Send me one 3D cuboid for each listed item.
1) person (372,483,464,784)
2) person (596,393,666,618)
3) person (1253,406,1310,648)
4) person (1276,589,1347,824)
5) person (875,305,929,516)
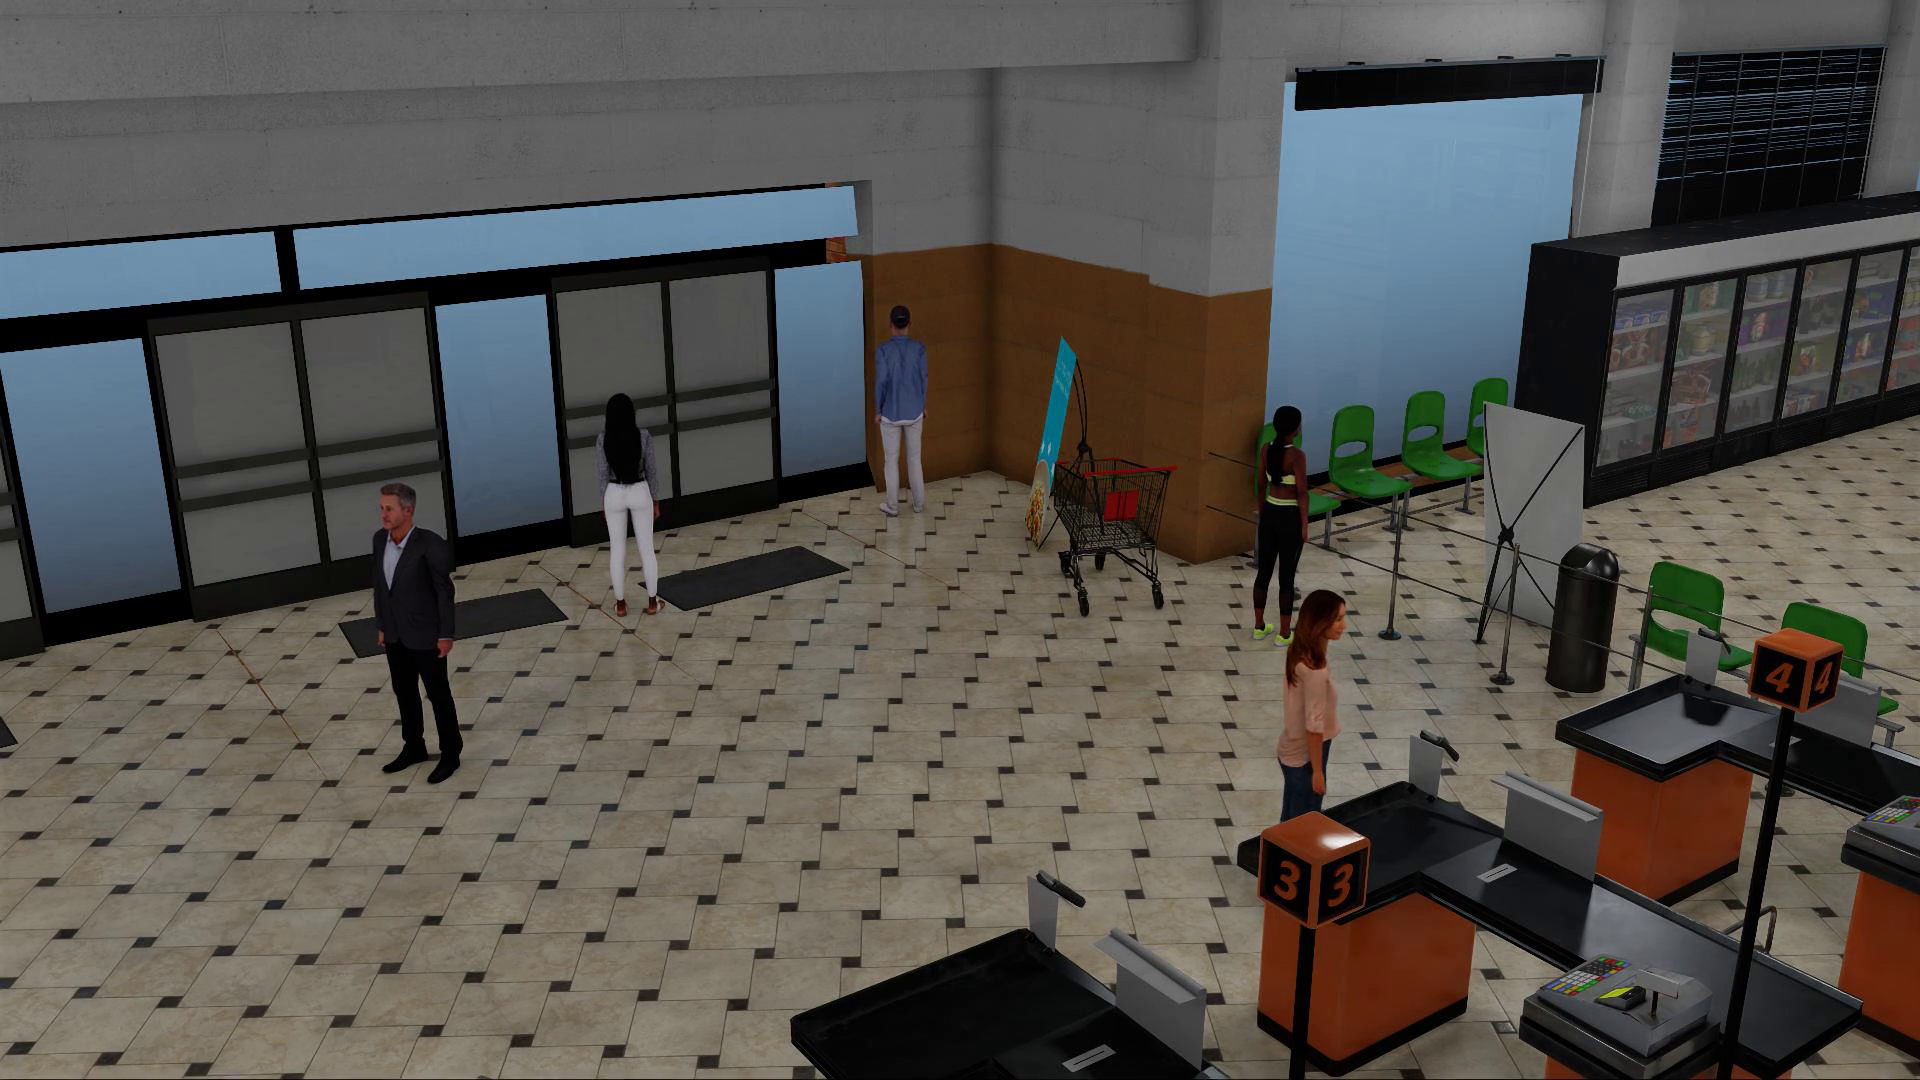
[{"bbox_3d":[-3.246,0.531,9.888,0.731,1.839,0.871,8,20,23],"label":"person"},{"bbox_3d":[-2.477,-0.269,12.441,0.669,1.725,0.676,-2,19,-6],"label":"person"},{"bbox_3d":[2.291,-0.105,11.907,0.504,1.755,0.652,18,25,42],"label":"person"},{"bbox_3d":[1.710,1.091,8.305,0.733,1.790,0.654,1,19,4],"label":"person"},{"bbox_3d":[-0.527,-1.154,14.810,0.712,1.888,0.652,-6,20,-18],"label":"person"}]
